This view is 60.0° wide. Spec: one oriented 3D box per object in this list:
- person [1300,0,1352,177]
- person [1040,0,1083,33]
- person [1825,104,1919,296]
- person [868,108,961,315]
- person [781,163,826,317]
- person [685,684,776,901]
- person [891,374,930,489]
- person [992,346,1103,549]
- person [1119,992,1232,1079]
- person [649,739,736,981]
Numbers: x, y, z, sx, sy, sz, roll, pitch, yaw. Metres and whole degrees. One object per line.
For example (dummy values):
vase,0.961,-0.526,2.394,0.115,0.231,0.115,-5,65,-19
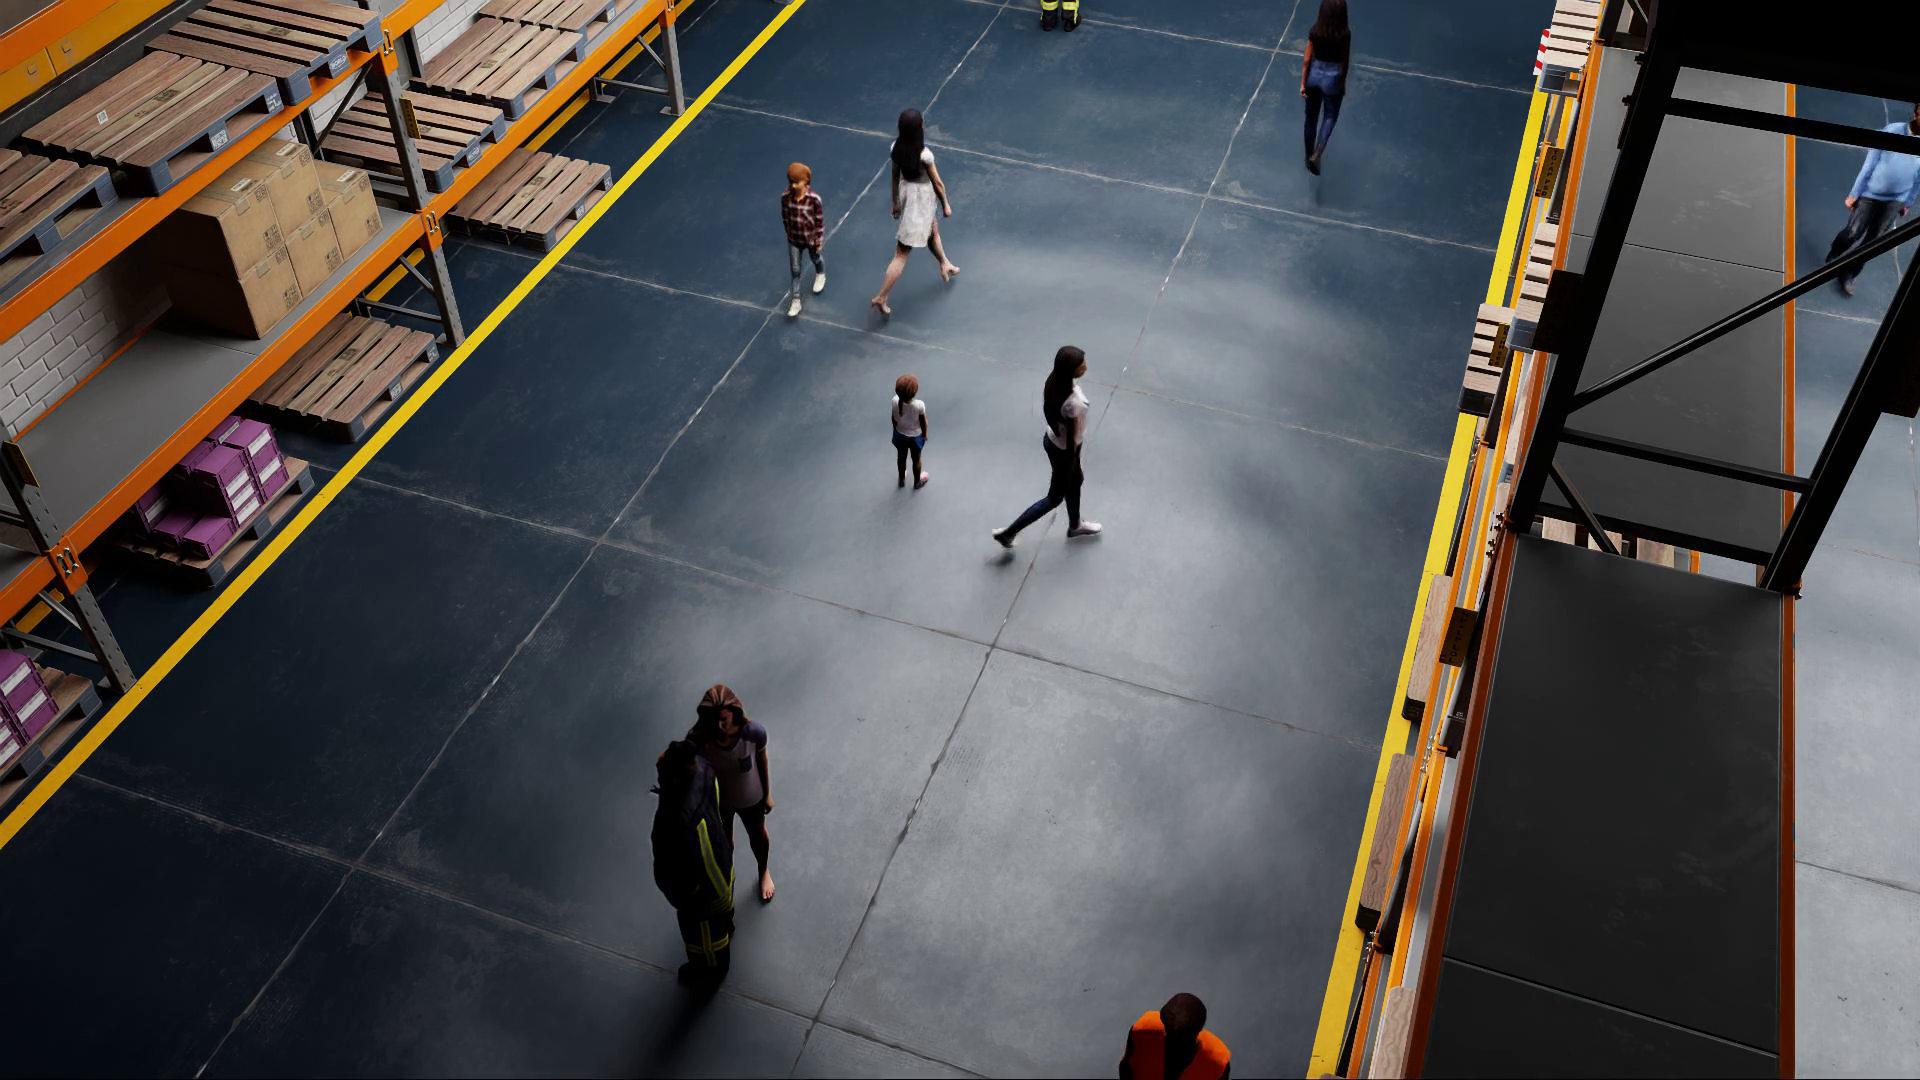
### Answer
person,3.282,-4.063,15.023,0.612,1.726,0.888,11,45,11
person,1.058,-6.164,17.159,0.785,1.822,0.717,8,44,8
person,7.613,-2.903,13.756,0.737,1.795,0.804,8,44,8
person,-0.422,-2.598,13.500,0.962,1.707,1.313,34,53,30
person,-1.256,-2.552,13.765,0.620,1.273,0.927,8,44,8
person,-1.264,1.406,9.278,0.674,1.733,0.680,-4,44,-4
person,-0.375,-0.797,12.108,0.427,1.019,0.431,11,45,12
person,0.606,-0.572,11.346,1.034,1.744,1.089,-10,45,-11
person,0.999,2.607,7.914,0.661,1.875,0.679,14,45,14
person,-1.424,1.684,8.893,0.890,1.861,0.728,3,44,4
